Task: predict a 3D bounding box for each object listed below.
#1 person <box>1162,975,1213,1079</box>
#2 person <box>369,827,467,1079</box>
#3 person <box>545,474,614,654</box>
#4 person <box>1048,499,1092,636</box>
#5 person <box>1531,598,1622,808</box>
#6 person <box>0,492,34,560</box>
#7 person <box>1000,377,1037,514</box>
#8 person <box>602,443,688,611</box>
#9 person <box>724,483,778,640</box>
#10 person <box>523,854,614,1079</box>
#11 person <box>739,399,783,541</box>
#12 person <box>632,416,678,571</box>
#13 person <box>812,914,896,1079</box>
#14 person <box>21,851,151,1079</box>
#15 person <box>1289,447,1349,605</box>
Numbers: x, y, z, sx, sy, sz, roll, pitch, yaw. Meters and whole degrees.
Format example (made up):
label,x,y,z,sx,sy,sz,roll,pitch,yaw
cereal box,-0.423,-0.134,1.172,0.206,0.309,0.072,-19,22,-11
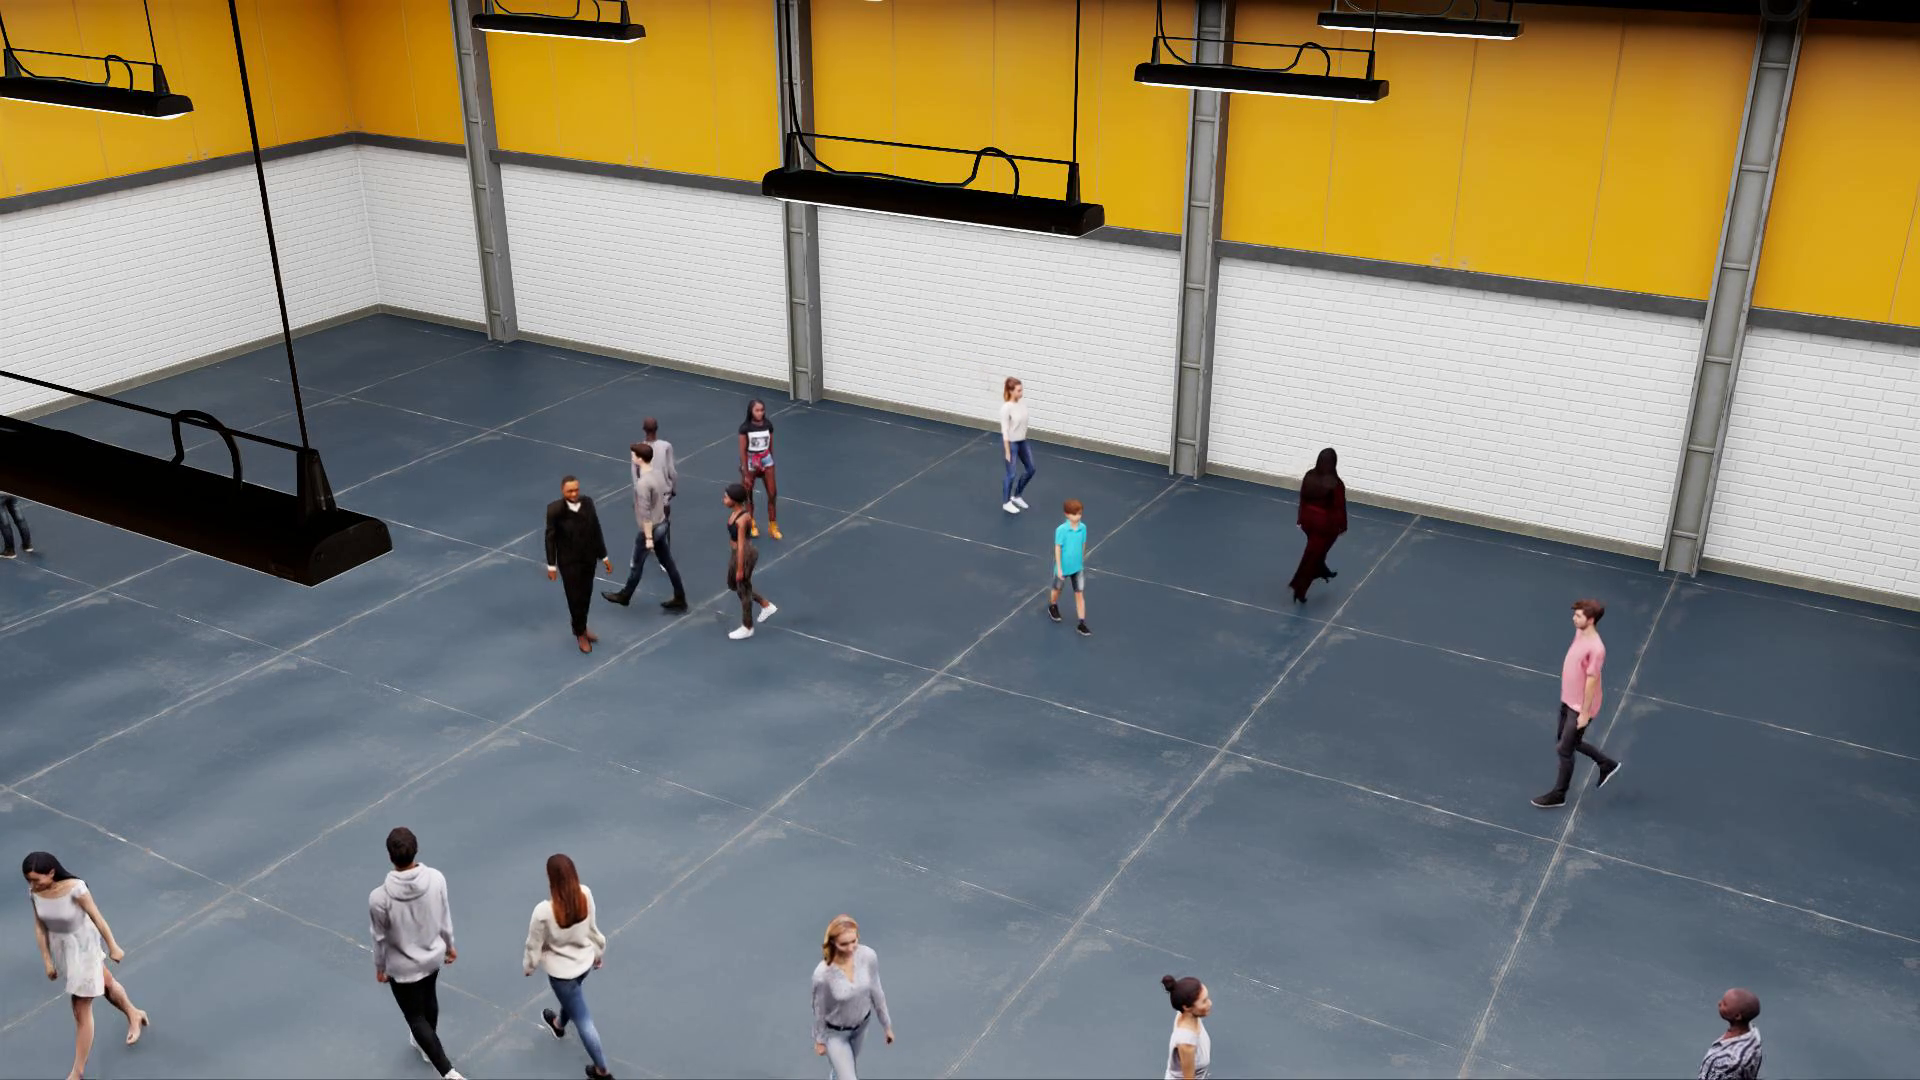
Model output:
label,x,y,z,sx,sy,sz,roll,pitch,yaw
person,1.353,3.309,10.019,0.667,1.604,0.645,3,24,6
person,-3.516,2.780,10.859,0.928,1.901,1.242,-19,30,-37
person,-3.932,0.173,16.845,0.917,1.884,0.847,18,30,36
person,1.095,0.239,17.276,0.914,1.418,1.004,-8,25,-17
person,5.307,1.384,14.004,1.106,1.941,0.958,-1,24,-3
person,-10.900,-0.511,18.936,0.490,1.463,0.555,12,26,26
person,0.596,-1.155,20.102,0.676,1.709,0.690,20,31,38
person,-3.143,-0.089,17.467,1.240,1.866,0.954,5,24,11
person,-2.138,0.201,17.027,0.890,1.687,0.830,-10,25,-21
person,-2.525,2.873,10.971,1.155,1.642,0.804,21,31,39
person,-2.412,-0.860,19.435,0.817,1.703,0.905,-10,26,-22
person,-3.385,-0.491,18.559,1.166,1.727,1.198,-5,24,-12
person,-0.752,3.049,10.425,0.937,1.757,1.166,-15,28,-31
person,-5.842,2.746,11.158,1.127,1.725,0.920,3,24,7
person,3.769,-0.104,17.701,1.002,1.706,1.166,-18,29,-35
